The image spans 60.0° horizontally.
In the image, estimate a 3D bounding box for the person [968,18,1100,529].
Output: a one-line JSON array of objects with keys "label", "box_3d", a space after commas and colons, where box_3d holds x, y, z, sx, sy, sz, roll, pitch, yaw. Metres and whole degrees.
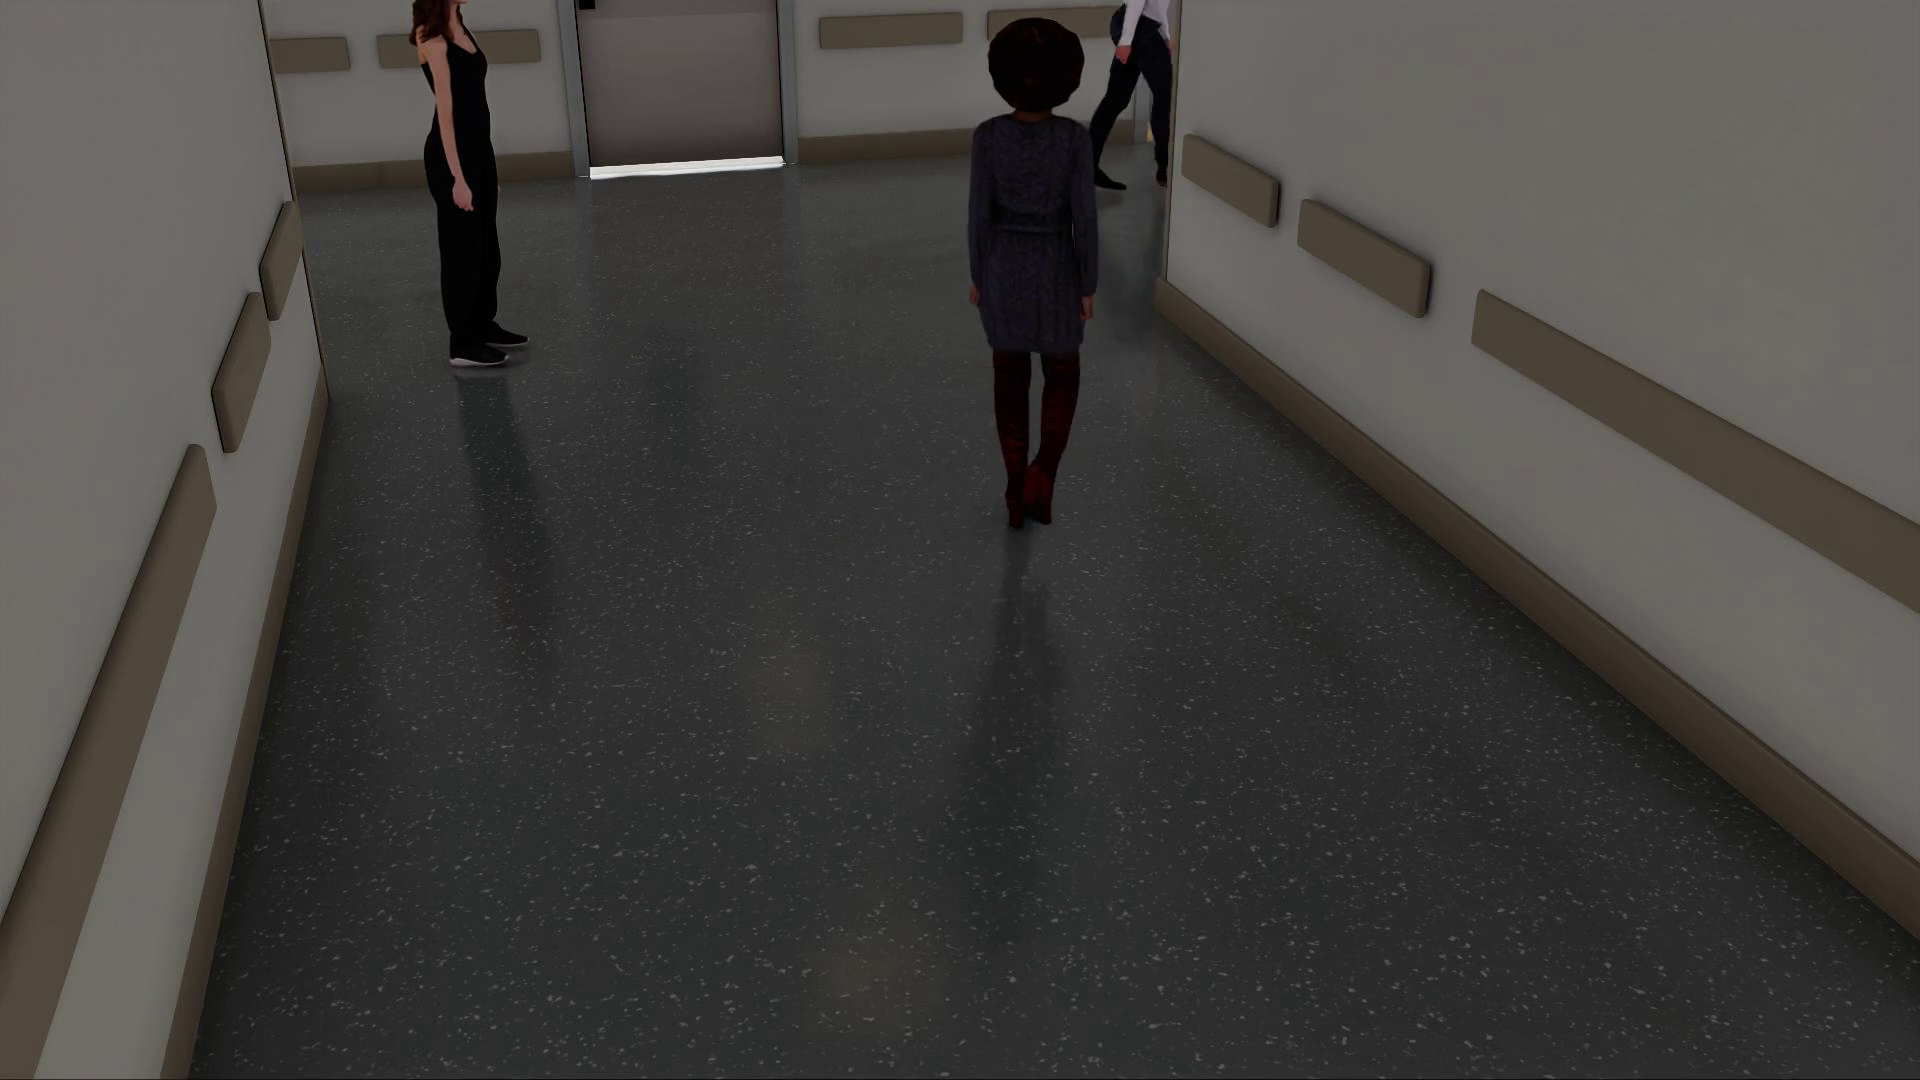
[{"label": "person", "box_3d": [0.211, -0.781, 5.394, 0.799, 1.686, 0.806, 4, 26, 8]}]

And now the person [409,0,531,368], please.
[{"label": "person", "box_3d": [-2.124, -1.605, 7.035, 0.629, 1.746, 0.636, 2, 26, 5]}]

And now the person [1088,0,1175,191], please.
[{"label": "person", "box_3d": [0.959, -2.933, 9.702, 1.110, 1.820, 0.799, 3, 26, 6]}]
